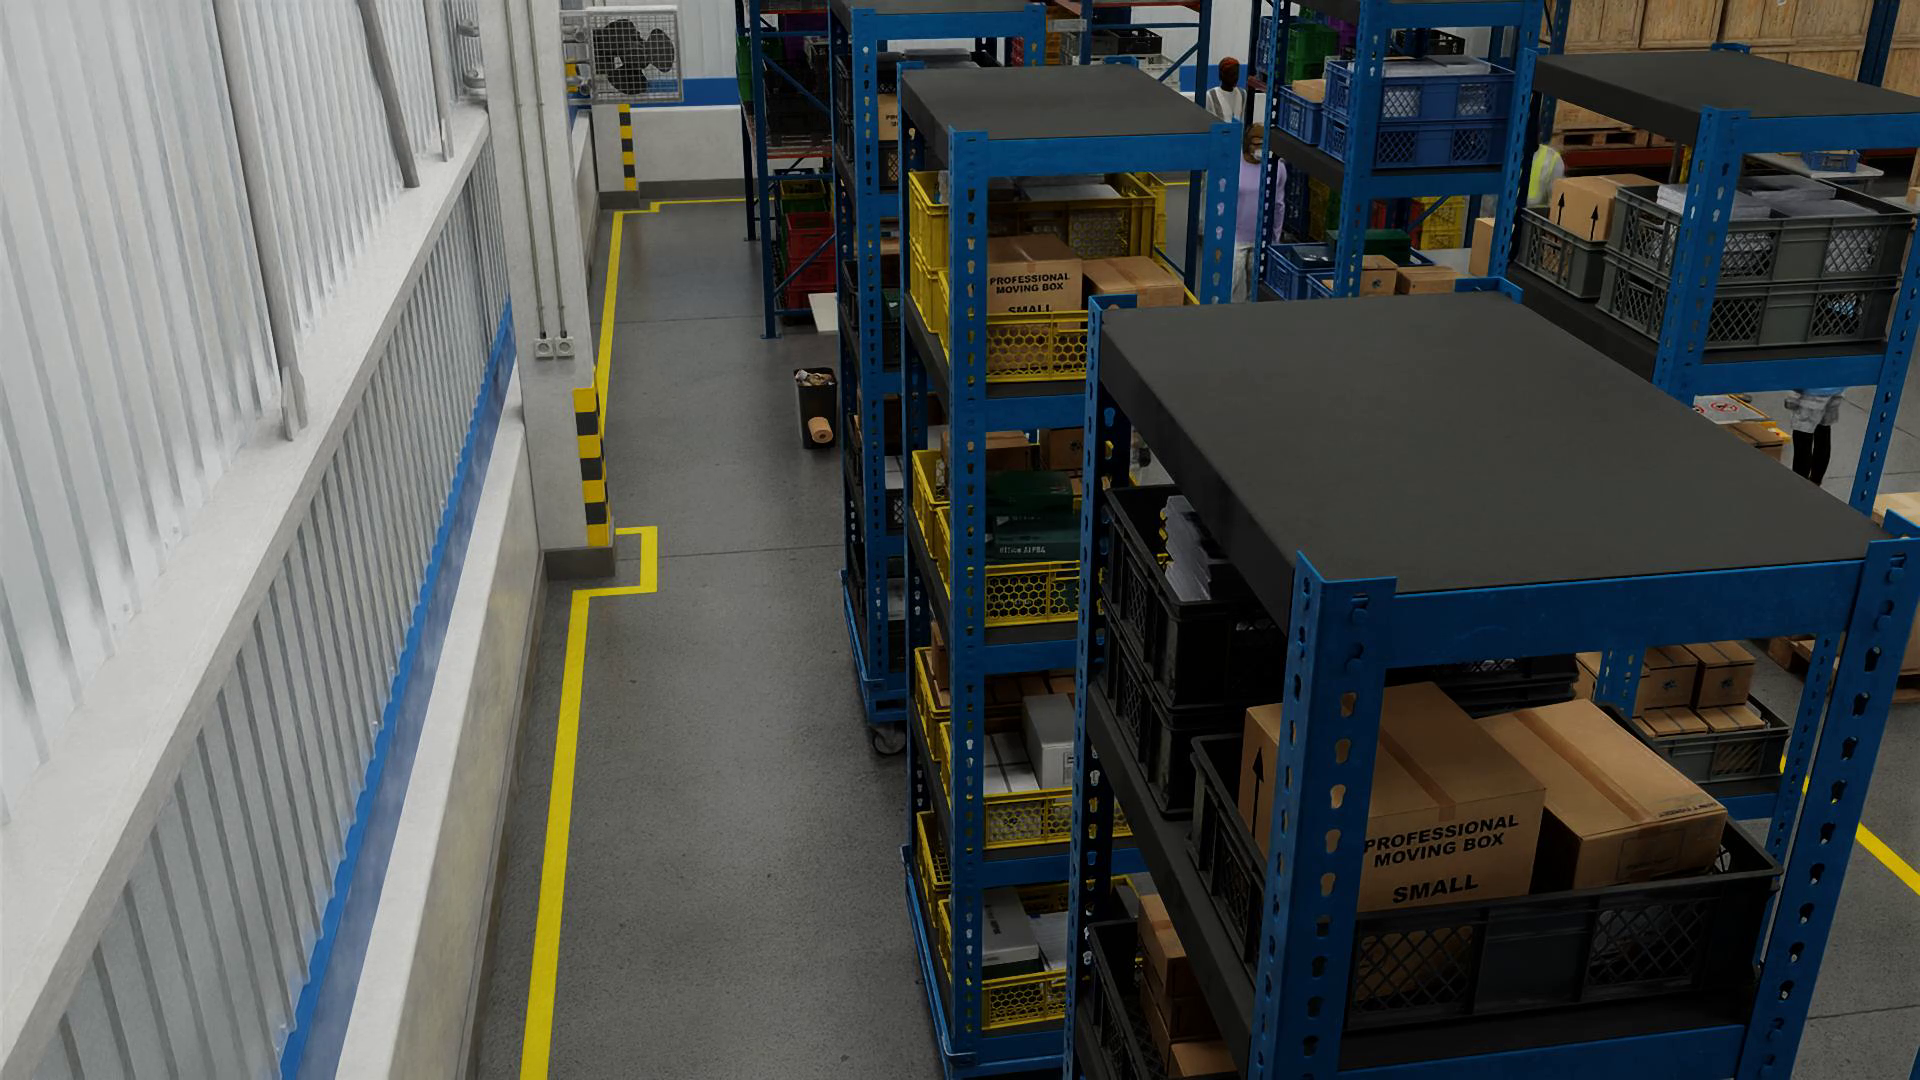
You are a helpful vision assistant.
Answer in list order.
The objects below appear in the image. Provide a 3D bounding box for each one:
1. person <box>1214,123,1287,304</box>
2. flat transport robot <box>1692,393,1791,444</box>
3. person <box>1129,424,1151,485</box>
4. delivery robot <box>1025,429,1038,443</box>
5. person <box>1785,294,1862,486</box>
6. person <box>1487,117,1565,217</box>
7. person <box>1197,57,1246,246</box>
[{"bbox_3d":[2.345,-2.447,13.617,0.630,1.932,0.362,-7,26,-14],"label":"person"},{"bbox_3d":[5.224,-0.859,12.132,1.431,0.197,0.652,-4,25,-8],"label":"flat transport robot"},{"bbox_3d":[0.962,-0.603,9.952,0.307,1.637,0.511,-15,29,-29],"label":"person"},{"bbox_3d":[0.235,-0.759,11.471,0.477,0.478,0.707,-14,28,-27],"label":"delivery robot"},{"bbox_3d":[5.530,-0.996,10.732,0.535,1.699,0.322,-16,29,-31],"label":"person"},{"bbox_3d":[4.902,-2.791,14.528,0.633,1.802,0.956,12,27,24],"label":"person"},{"bbox_3d":[2.666,-3.942,16.921,0.572,1.883,0.358,-16,29,-31],"label":"person"}]
